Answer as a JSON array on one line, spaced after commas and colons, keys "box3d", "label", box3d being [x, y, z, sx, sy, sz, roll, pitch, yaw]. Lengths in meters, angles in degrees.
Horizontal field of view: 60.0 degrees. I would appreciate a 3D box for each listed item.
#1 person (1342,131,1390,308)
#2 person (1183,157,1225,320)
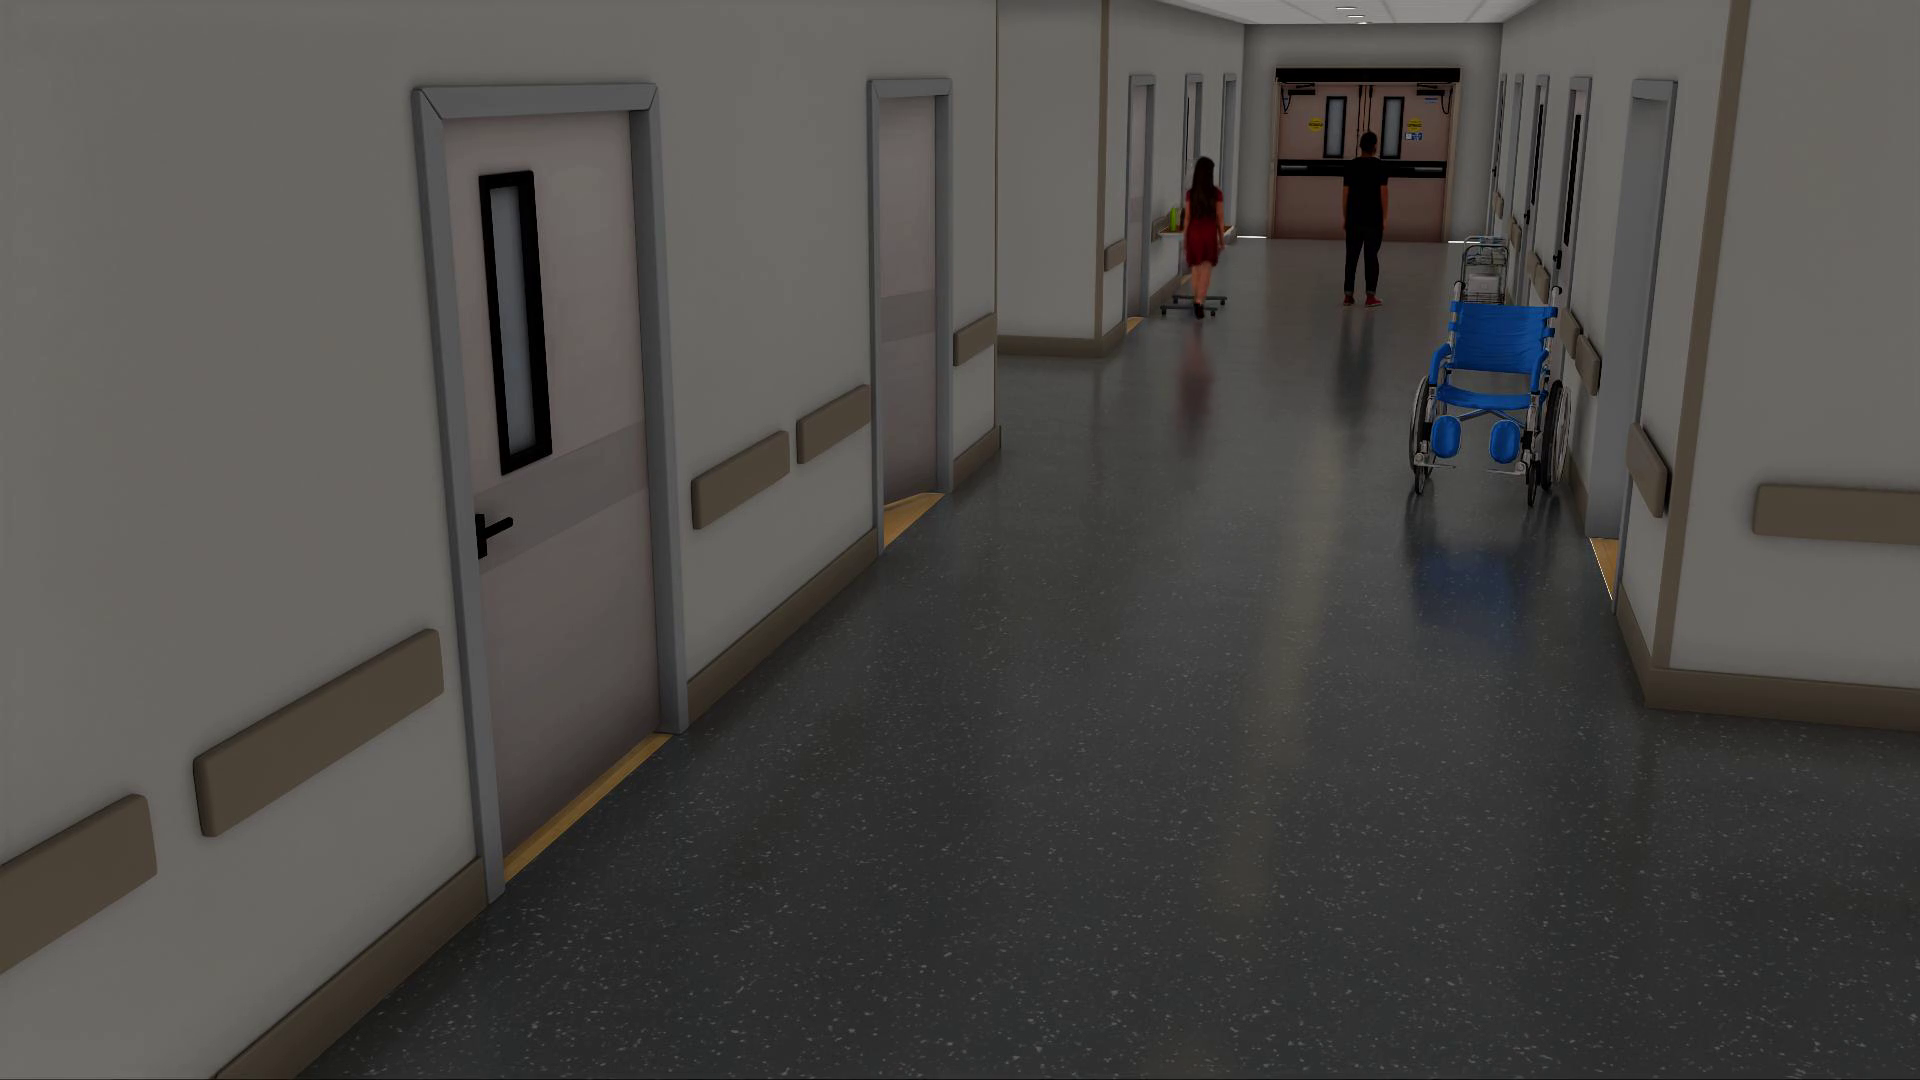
[{"box3d": [4.147, -3.288, 17.050, 0.686, 1.758, 0.661, 9, 18, 29], "label": "person"}, {"box3d": [2.346, -2.909, 16.137, 0.550, 1.525, 1.032, 5, 16, 17], "label": "person"}]
